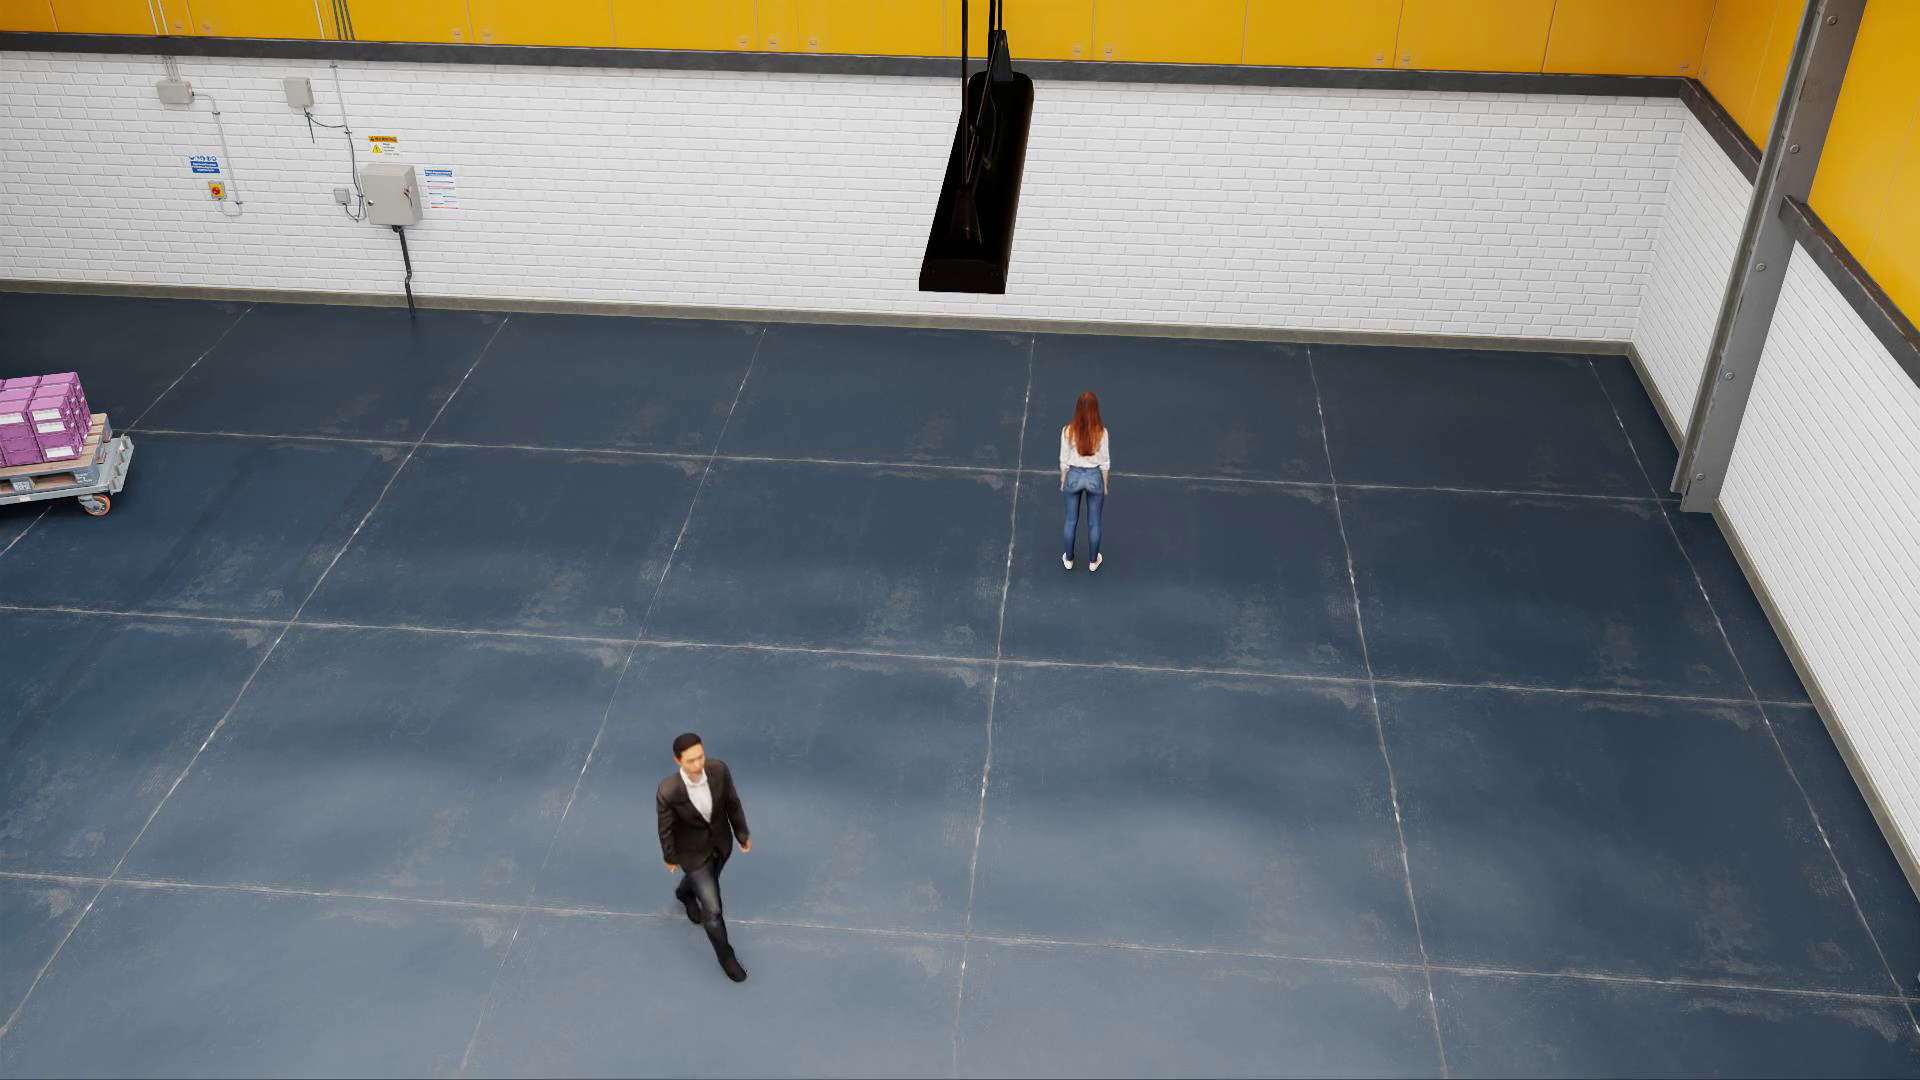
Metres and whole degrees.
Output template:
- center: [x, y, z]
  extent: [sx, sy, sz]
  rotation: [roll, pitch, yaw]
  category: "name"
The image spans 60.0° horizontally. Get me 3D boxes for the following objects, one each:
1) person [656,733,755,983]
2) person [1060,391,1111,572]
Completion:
- center: [-1.674, 1.892, 10.567]
  extent: [1.158, 1.769, 1.211]
  rotation: [-26, 41, -33]
  category: "person"
- center: [1.063, -0.503, 14.208]
  extent: [0.577, 1.728, 0.514]
  rotation: [4, 34, 6]
  category: "person"
